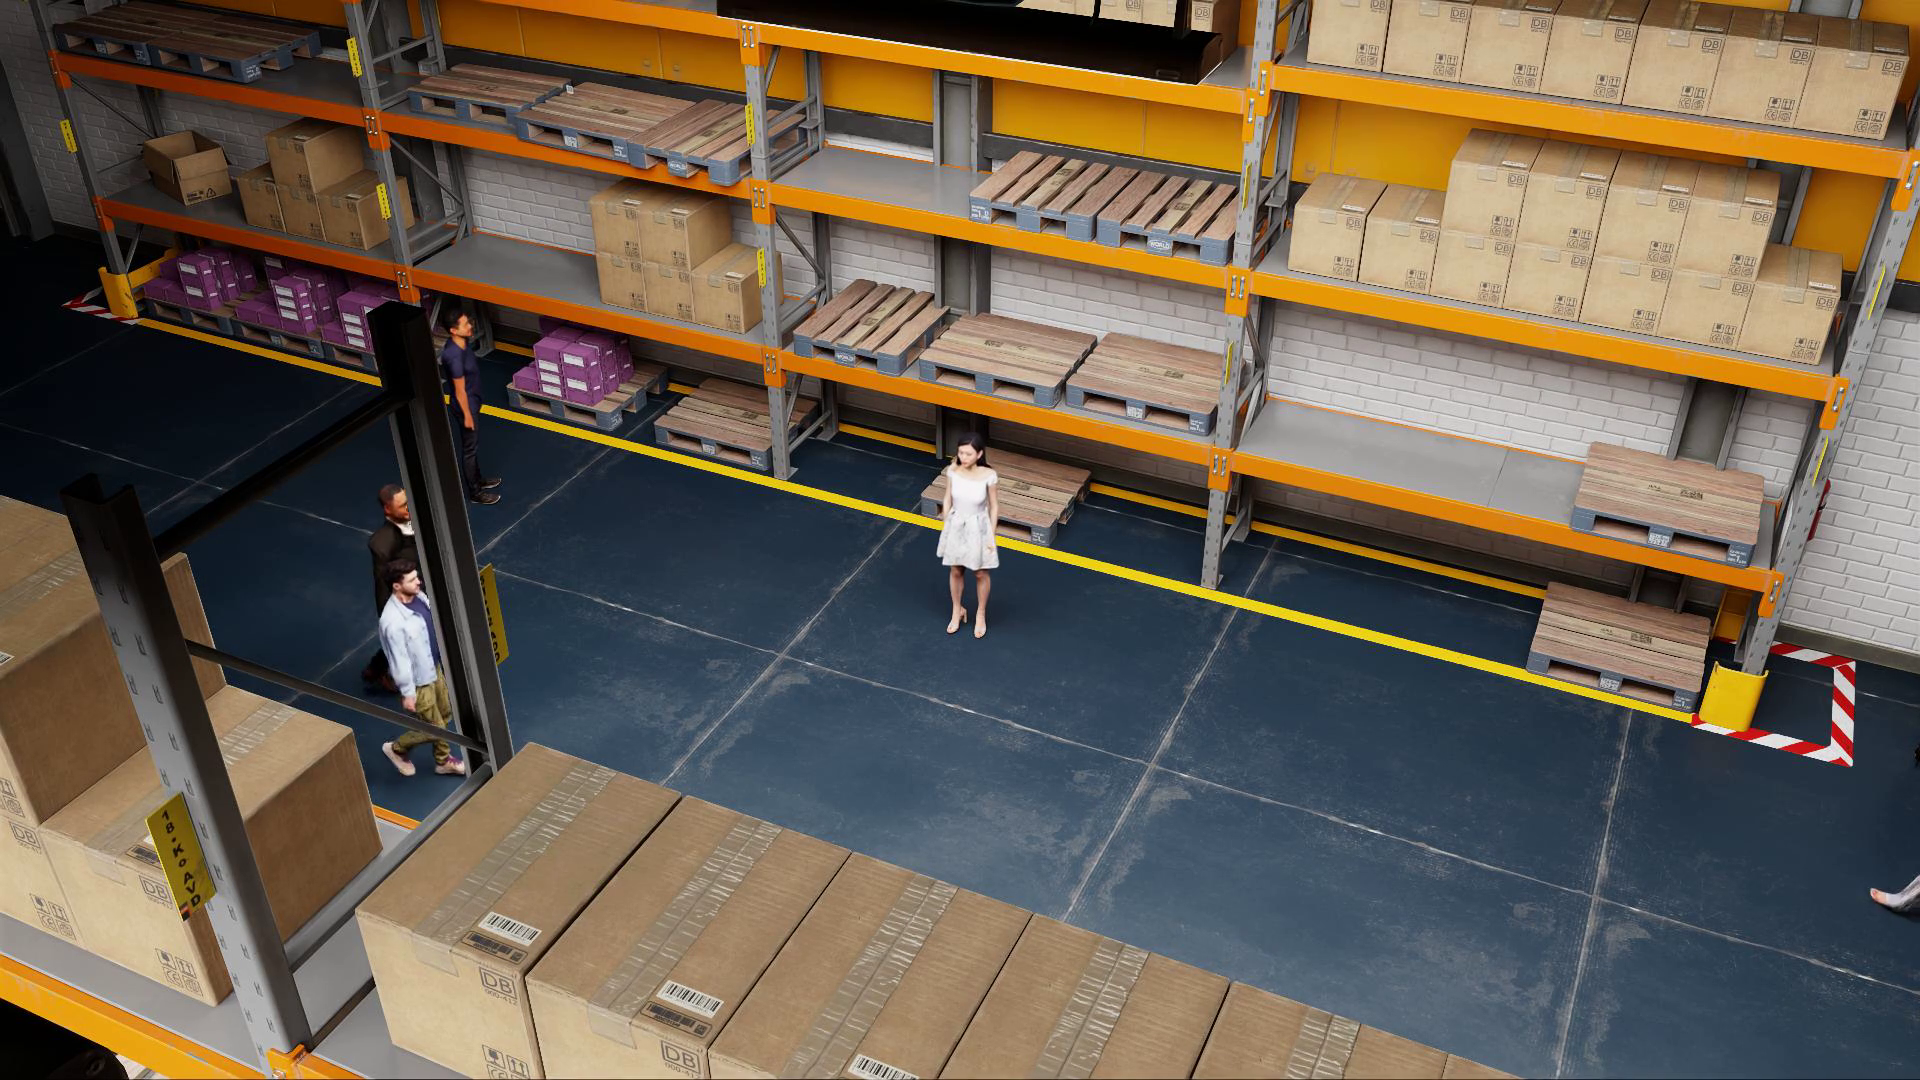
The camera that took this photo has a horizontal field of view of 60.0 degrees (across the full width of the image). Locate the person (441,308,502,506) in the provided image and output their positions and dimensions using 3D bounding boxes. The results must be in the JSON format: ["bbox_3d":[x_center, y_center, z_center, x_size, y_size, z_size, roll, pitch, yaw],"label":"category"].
[{"bbox_3d":[-4.226,-1.163,14.213,0.728,1.793,0.717,-5,34,-8],"label":"person"}]

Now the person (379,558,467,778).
[{"bbox_3d":[-3.683,0.898,11.108,0.924,1.798,0.830,3,34,5],"label":"person"}]

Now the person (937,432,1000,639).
[{"bbox_3d":[0.075,-0.030,12.527,0.595,1.774,0.726,11,35,16],"label":"person"}]
